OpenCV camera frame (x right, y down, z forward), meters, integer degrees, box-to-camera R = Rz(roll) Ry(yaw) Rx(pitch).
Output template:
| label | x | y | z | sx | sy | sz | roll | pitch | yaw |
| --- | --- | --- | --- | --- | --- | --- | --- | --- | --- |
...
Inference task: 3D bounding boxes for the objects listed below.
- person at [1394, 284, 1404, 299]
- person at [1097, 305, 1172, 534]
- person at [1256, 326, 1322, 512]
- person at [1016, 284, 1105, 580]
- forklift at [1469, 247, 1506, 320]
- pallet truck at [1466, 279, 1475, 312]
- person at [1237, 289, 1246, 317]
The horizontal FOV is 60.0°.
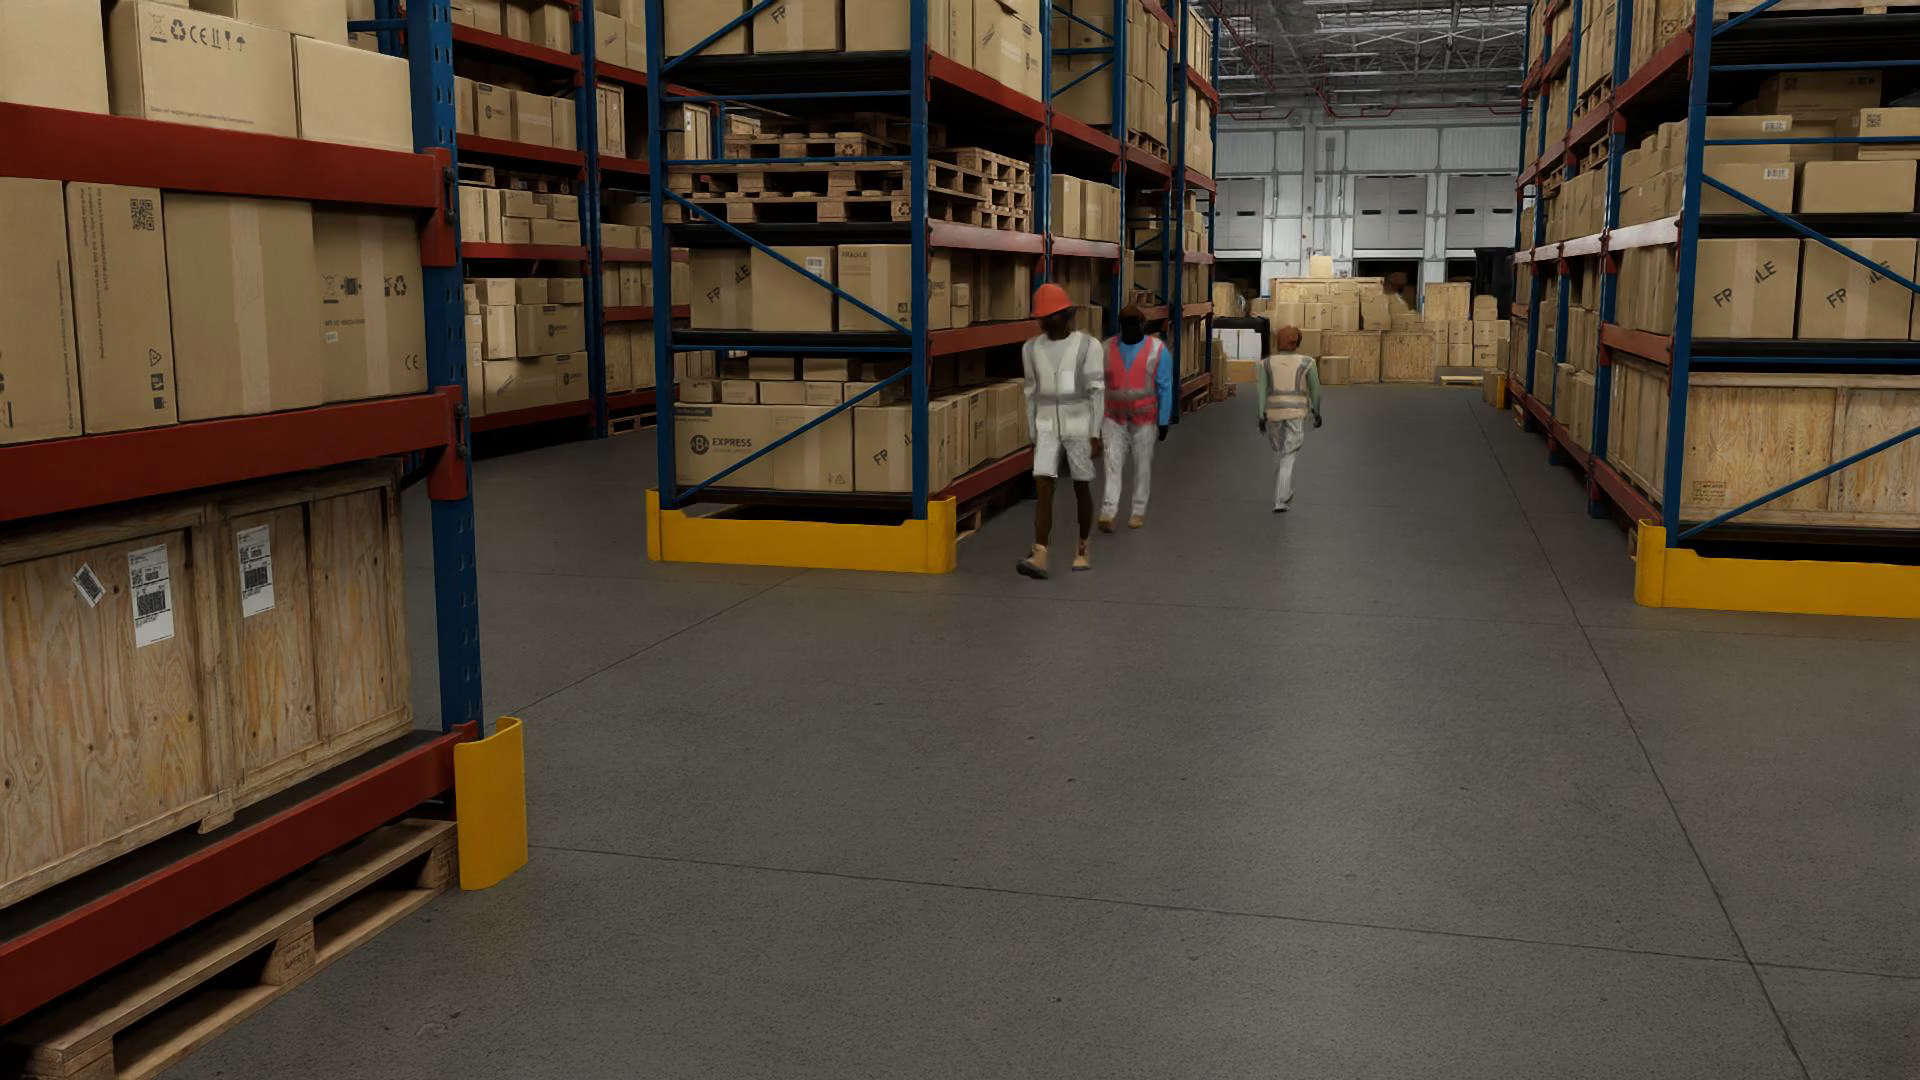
| label | x | y | z | sx | sy | sz | roll | pitch | yaw |
| --- | --- | --- | --- | --- | --- | --- | --- | --- | --- |
| person | 14.513 | -7.594 | 55.336 | 0.974 | 1.843 | 0.577 | 5 | 10 | 31 |
| person | 1.336 | -0.941 | 13.157 | 0.660 | 1.799 | 0.918 | 2 | 9 | 15 |
| person | 2.900 | -1.063 | 14.583 | 0.514 | 1.598 | 0.848 | 5 | 10 | 29 |
| person | 0.665 | -0.721 | 11.201 | 0.634 | 1.968 | 1.060 | 3 | 10 | 20 |
| forklift | 13.730 | -6.220 | 43.289 | 1.873 | 2.768 | 1.129 | -3 | 9 | -17 |
| pallet truck | 18.896 | -8.459 | 60.307 | 1.885 | 1.965 | 0.823 | 5 | 10 | 31 |
| person | 11.166 | -9.145 | 65.944 | 0.864 | 1.594 | 0.512 | 1 | 9 | 5 |
